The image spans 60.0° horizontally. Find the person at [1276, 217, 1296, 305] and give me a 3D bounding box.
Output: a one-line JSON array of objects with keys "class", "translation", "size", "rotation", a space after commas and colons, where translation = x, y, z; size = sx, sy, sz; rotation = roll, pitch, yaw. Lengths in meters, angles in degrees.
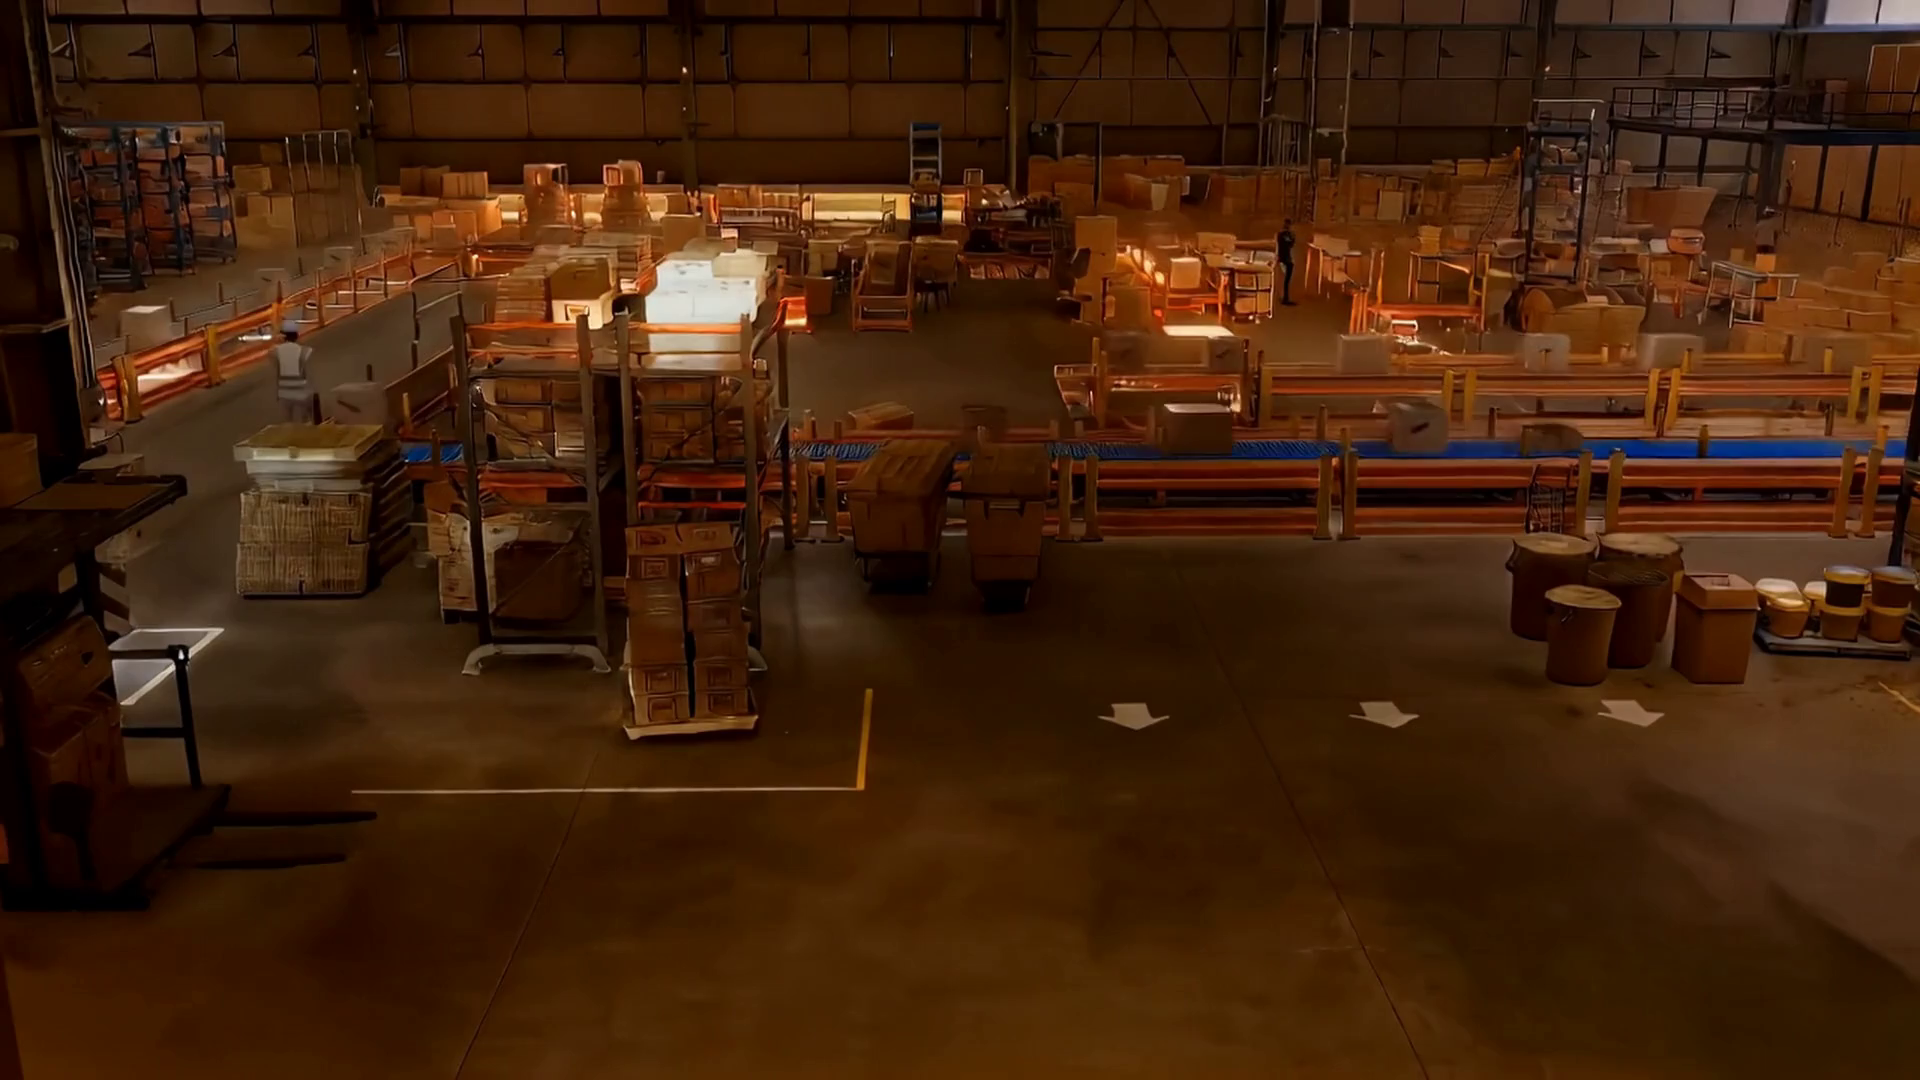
[{"class": "person", "translation": [7.010, -5.984, 35.687], "size": [0.329, 1.866, 0.514], "rotation": [-9, 18, -28]}]

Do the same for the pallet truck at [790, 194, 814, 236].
[{"class": "pallet truck", "translation": [-4.814, -9.883, 50.259], "size": [0.704, 1.261, 1.522], "rotation": [-1, 16, -3]}]

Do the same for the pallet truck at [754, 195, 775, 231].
[{"class": "pallet truck", "translation": [-6.051, -9.967, 50.660], "size": [0.680, 1.201, 1.601], "rotation": [0, 16, -1]}]

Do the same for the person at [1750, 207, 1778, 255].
[{"class": "person", "translation": [18.994, -6.981, 39.334], "size": [0.552, 1.750, 0.365], "rotation": [3, 16, 12]}]

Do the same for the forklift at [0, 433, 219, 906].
[{"class": "forklift", "translation": [-5.952, 0.780, 10.366], "size": [1.873, 2.768, 1.129], "rotation": [0, 16, -1]}]

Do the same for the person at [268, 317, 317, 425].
[{"class": "person", "translation": [-8.565, -1.896, 21.382], "size": [0.607, 1.926, 0.855], "rotation": [-1, 16, -3]}]

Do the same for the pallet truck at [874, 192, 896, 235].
[{"class": "pallet truck", "translation": [-2.277, -9.986, 50.594], "size": [0.653, 1.274, 1.630], "rotation": [0, 16, -1]}]

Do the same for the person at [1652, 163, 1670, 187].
[{"class": "person", "translation": [22.926, -11.384, 54.414], "size": [0.356, 1.887, 0.572], "rotation": [-12, 20, -35]}]

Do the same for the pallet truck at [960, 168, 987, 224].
[{"class": "pallet truck", "translation": [0.383, -10.230, 50.206], "size": [0.823, 1.965, 1.885], "rotation": [-1, 16, -3]}]

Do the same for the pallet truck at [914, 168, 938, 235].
[{"class": "pallet truck", "translation": [-0.989, -10.316, 50.507], "size": [0.823, 1.965, 1.885], "rotation": [1, 16, 3]}]

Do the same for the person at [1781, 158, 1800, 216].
[{"class": "person", "translation": [28.113, -11.943, 56.285], "size": [0.587, 1.928, 0.382], "rotation": [-13, 21, -38]}]

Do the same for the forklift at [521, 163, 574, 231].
[{"class": "forklift", "translation": [-12.233, -10.122, 49.298], "size": [1.157, 1.987, 2.680], "rotation": [0, 16, -1]}]

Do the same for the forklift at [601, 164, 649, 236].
[{"class": "forklift", "translation": [-9.948, -10.127, 49.296], "size": [1.157, 1.987, 2.680], "rotation": [-1, 16, -3]}]
